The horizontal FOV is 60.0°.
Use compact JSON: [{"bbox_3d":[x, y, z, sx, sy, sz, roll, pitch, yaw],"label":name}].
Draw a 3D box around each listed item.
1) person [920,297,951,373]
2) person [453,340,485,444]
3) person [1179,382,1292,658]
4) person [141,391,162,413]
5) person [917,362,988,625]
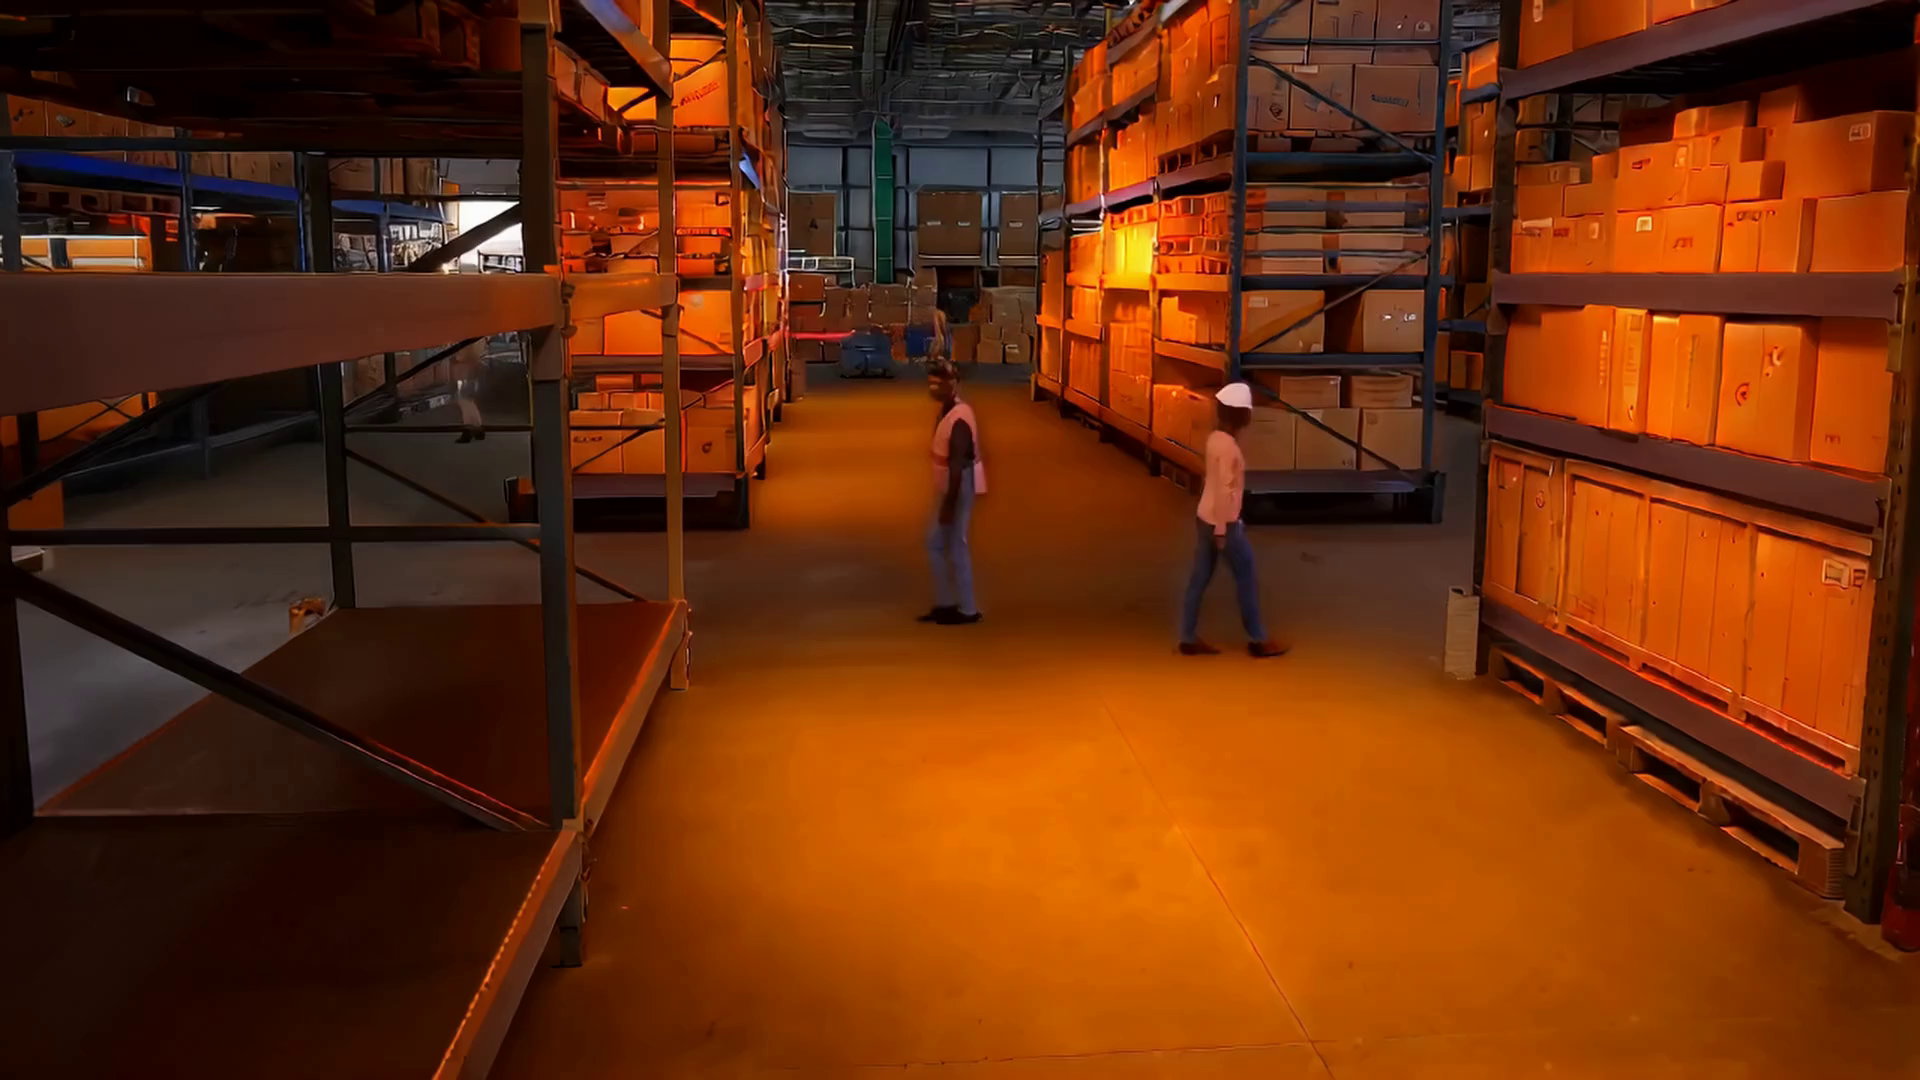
[{"bbox_3d":[-0.523,-4.958,40.384,0.946,1.887,0.598,3,10,20],"label":"person"},{"bbox_3d":[-7.136,-2.334,23.938,0.375,1.885,0.696,-1,9,-4],"label":"person"},{"bbox_3d":[1.749,-0.117,10.440,0.801,1.734,0.529,-1,9,-4],"label":"person"},{"bbox_3d":[-13.381,-2.810,27.471,0.536,1.700,0.318,-5,10,-30],"label":"person"},{"bbox_3d":[-0.091,-0.300,11.320,0.545,1.818,0.590,-2,9,-13],"label":"person"}]
